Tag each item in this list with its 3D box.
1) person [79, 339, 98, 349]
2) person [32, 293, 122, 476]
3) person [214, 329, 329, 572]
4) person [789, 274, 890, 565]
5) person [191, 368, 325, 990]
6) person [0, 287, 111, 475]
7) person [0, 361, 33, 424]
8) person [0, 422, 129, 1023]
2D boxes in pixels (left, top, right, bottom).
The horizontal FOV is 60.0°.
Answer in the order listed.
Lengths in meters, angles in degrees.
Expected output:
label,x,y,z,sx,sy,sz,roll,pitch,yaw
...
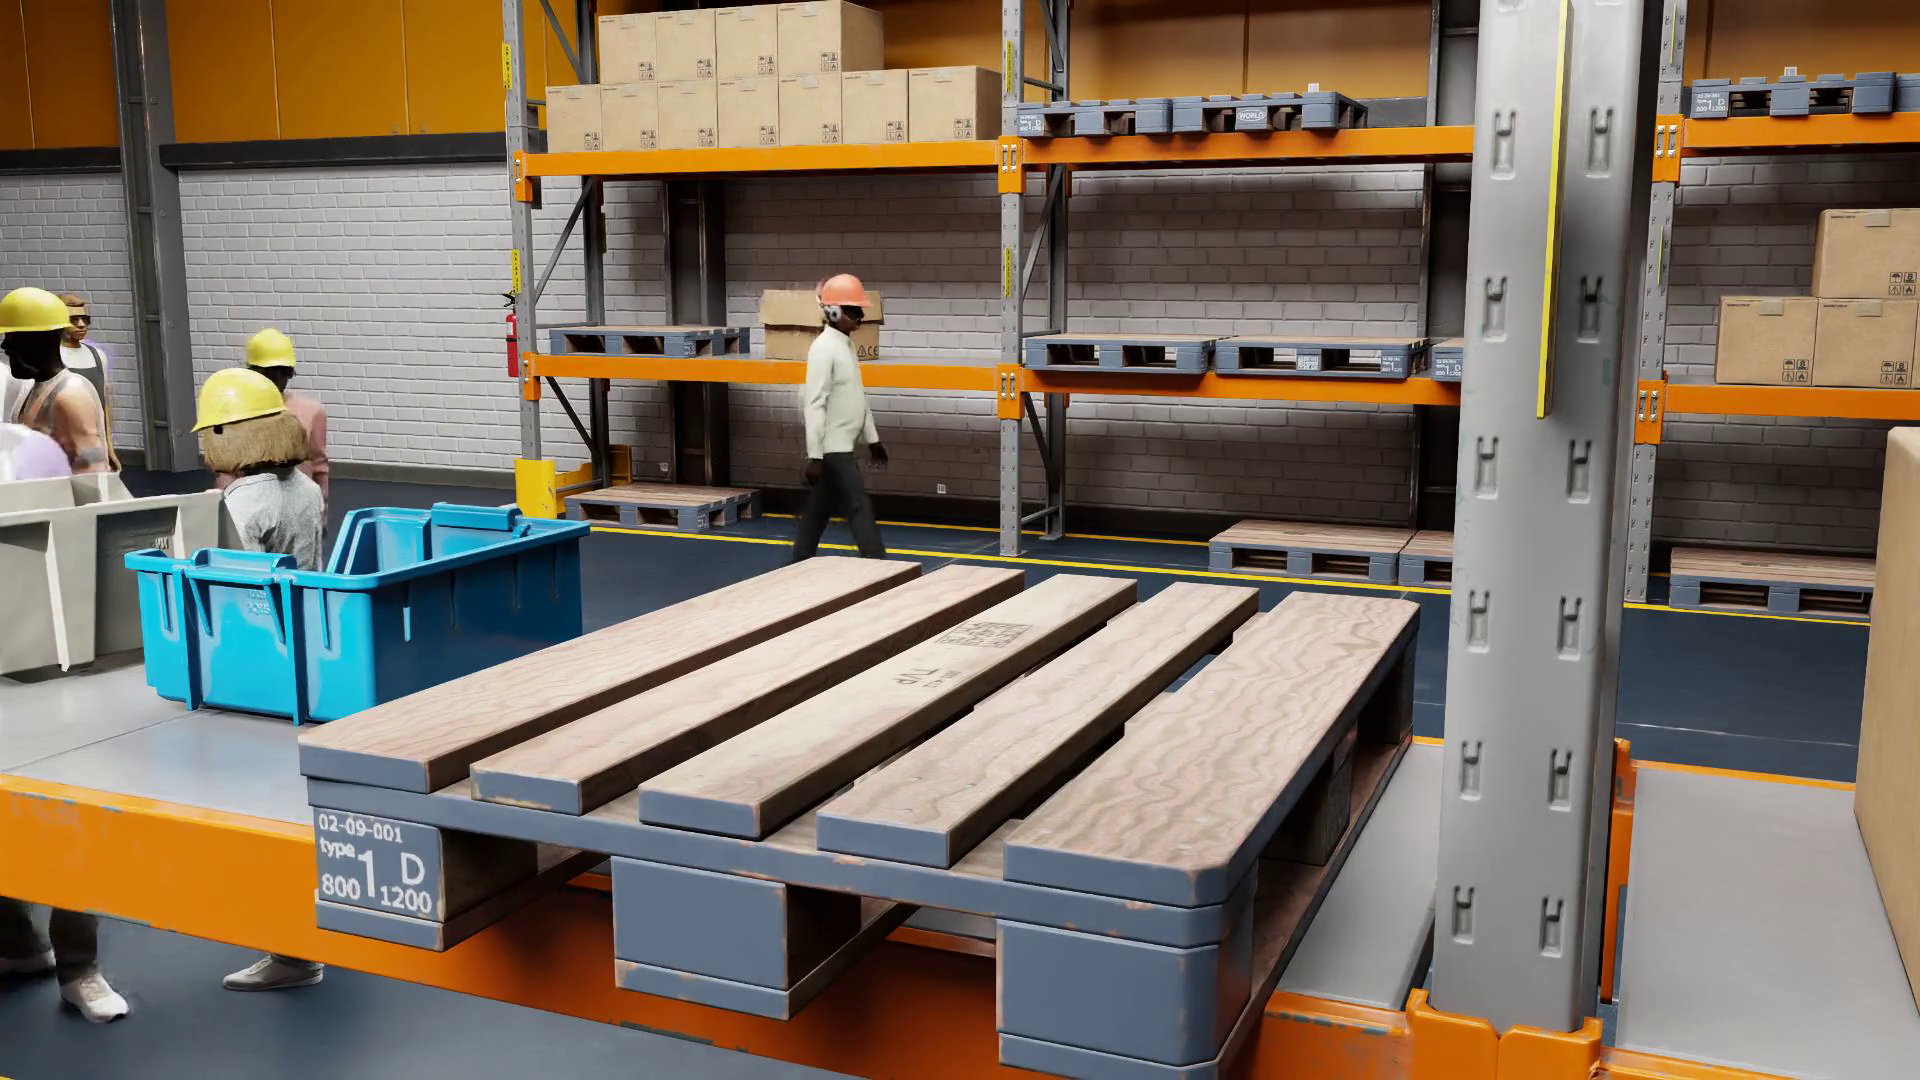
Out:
label,x,y,z,sx,sy,sz,roll,pitch,yaw
person,-5.588,-0.607,10.357,0.437,1.822,0.577,3,10,19
person,-5.157,-0.513,9.733,0.345,1.846,0.508,4,10,21
person,-3.159,-0.107,7.685,0.541,1.711,0.939,-7,12,-36
person,-0.595,-0.544,9.614,0.996,1.947,0.615,1,10,6
person,-1.940,0.388,4.663,0.305,1.737,0.484,0,9,2
person,-3.536,-0.021,6.538,0.382,1.924,0.594,-8,12,-40
person,-4.581,-0.199,7.776,0.601,1.869,0.581,9,13,43
person,-2.530,0.364,4.418,0.686,1.875,0.373,2,10,13
